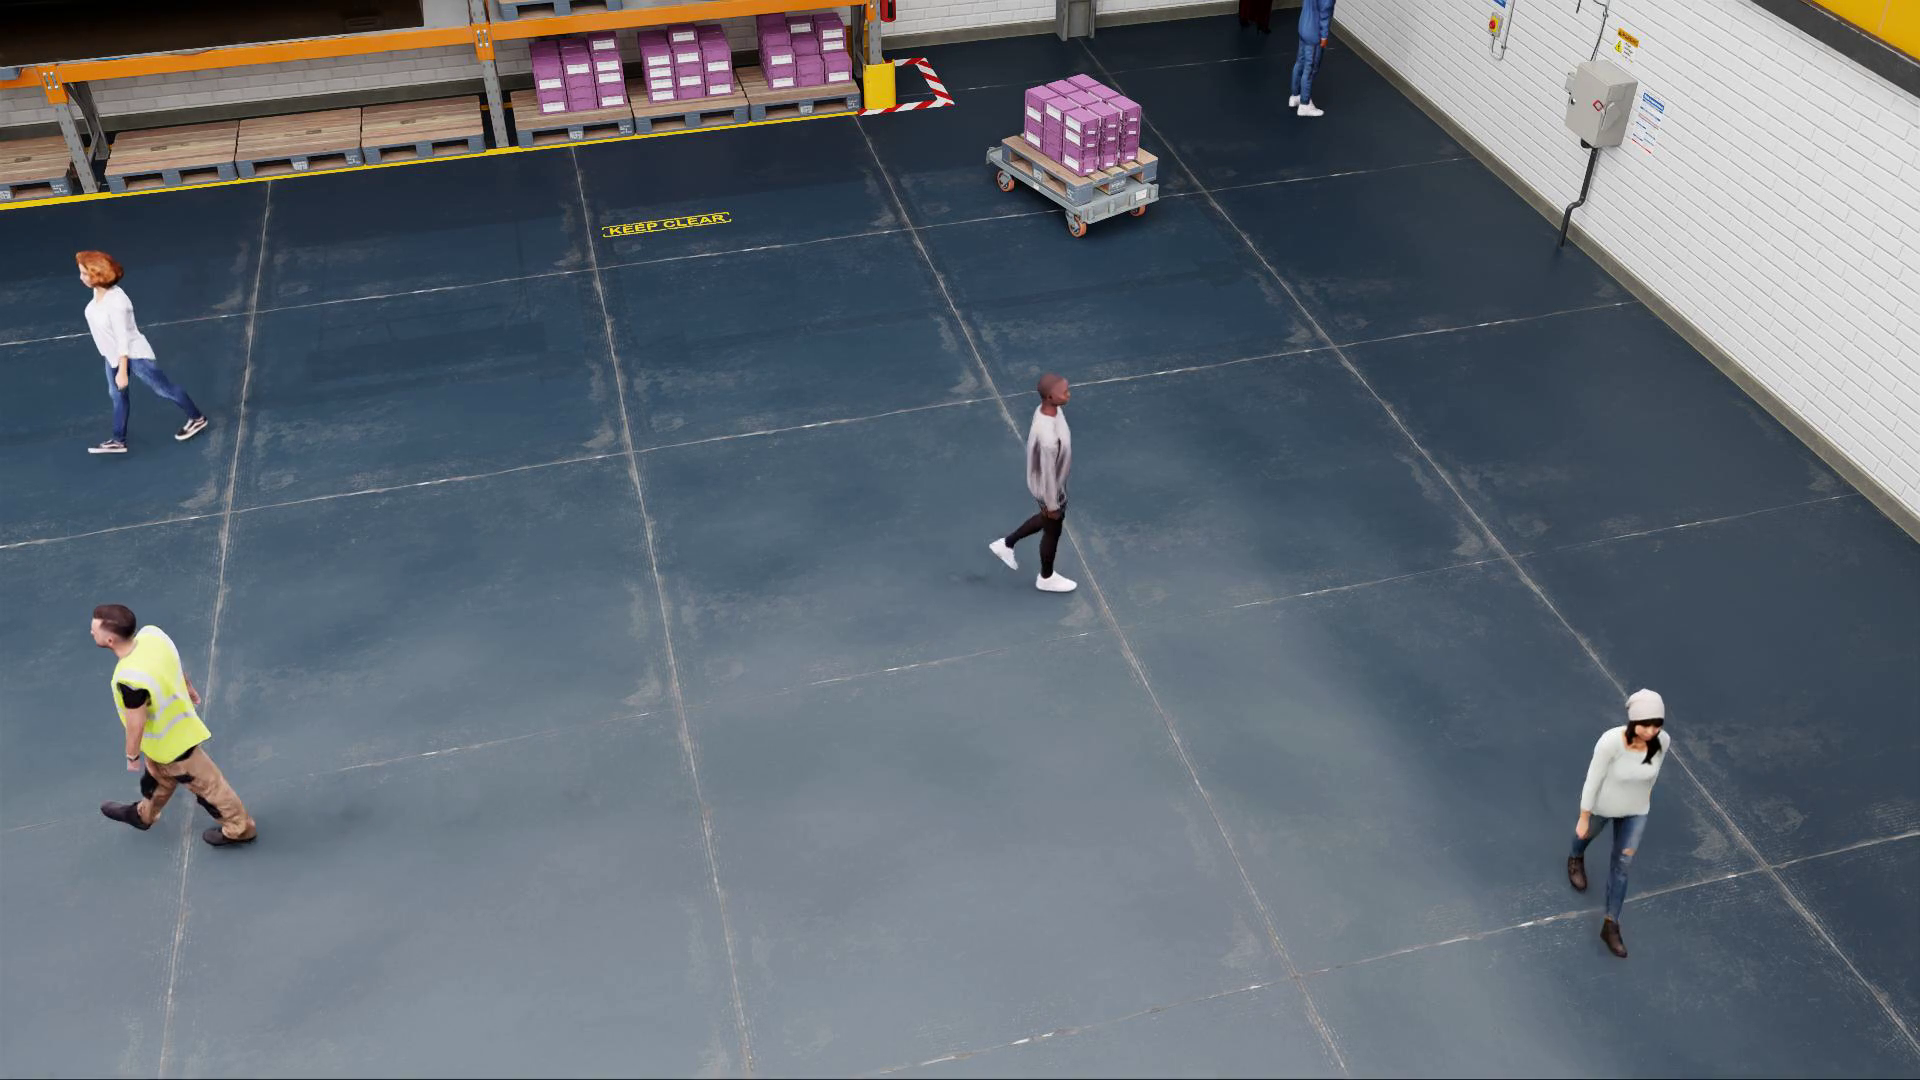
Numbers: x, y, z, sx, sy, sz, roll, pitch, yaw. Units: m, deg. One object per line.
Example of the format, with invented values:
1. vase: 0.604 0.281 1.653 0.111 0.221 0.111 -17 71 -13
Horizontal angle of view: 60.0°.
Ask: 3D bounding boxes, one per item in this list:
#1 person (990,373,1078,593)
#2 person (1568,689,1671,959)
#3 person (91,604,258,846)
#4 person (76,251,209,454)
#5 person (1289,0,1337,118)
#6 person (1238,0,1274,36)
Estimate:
1. person: 0.505 -0.372 11.248 0.955 1.760 0.803 4 39 5
2. person: 3.568 1.400 9.154 1.028 1.606 0.820 -1 39 -1
3. person: -4.395 1.085 9.389 1.158 1.804 0.816 -4 39 -5
4. person: -6.223 -1.445 12.663 1.014 1.672 1.206 31 48 33
5. person: 3.726 -5.389 17.495 0.552 1.805 0.681 -8 39 -9
6. person: 3.496 -6.753 19.241 0.765 1.759 0.776 32 48 33
